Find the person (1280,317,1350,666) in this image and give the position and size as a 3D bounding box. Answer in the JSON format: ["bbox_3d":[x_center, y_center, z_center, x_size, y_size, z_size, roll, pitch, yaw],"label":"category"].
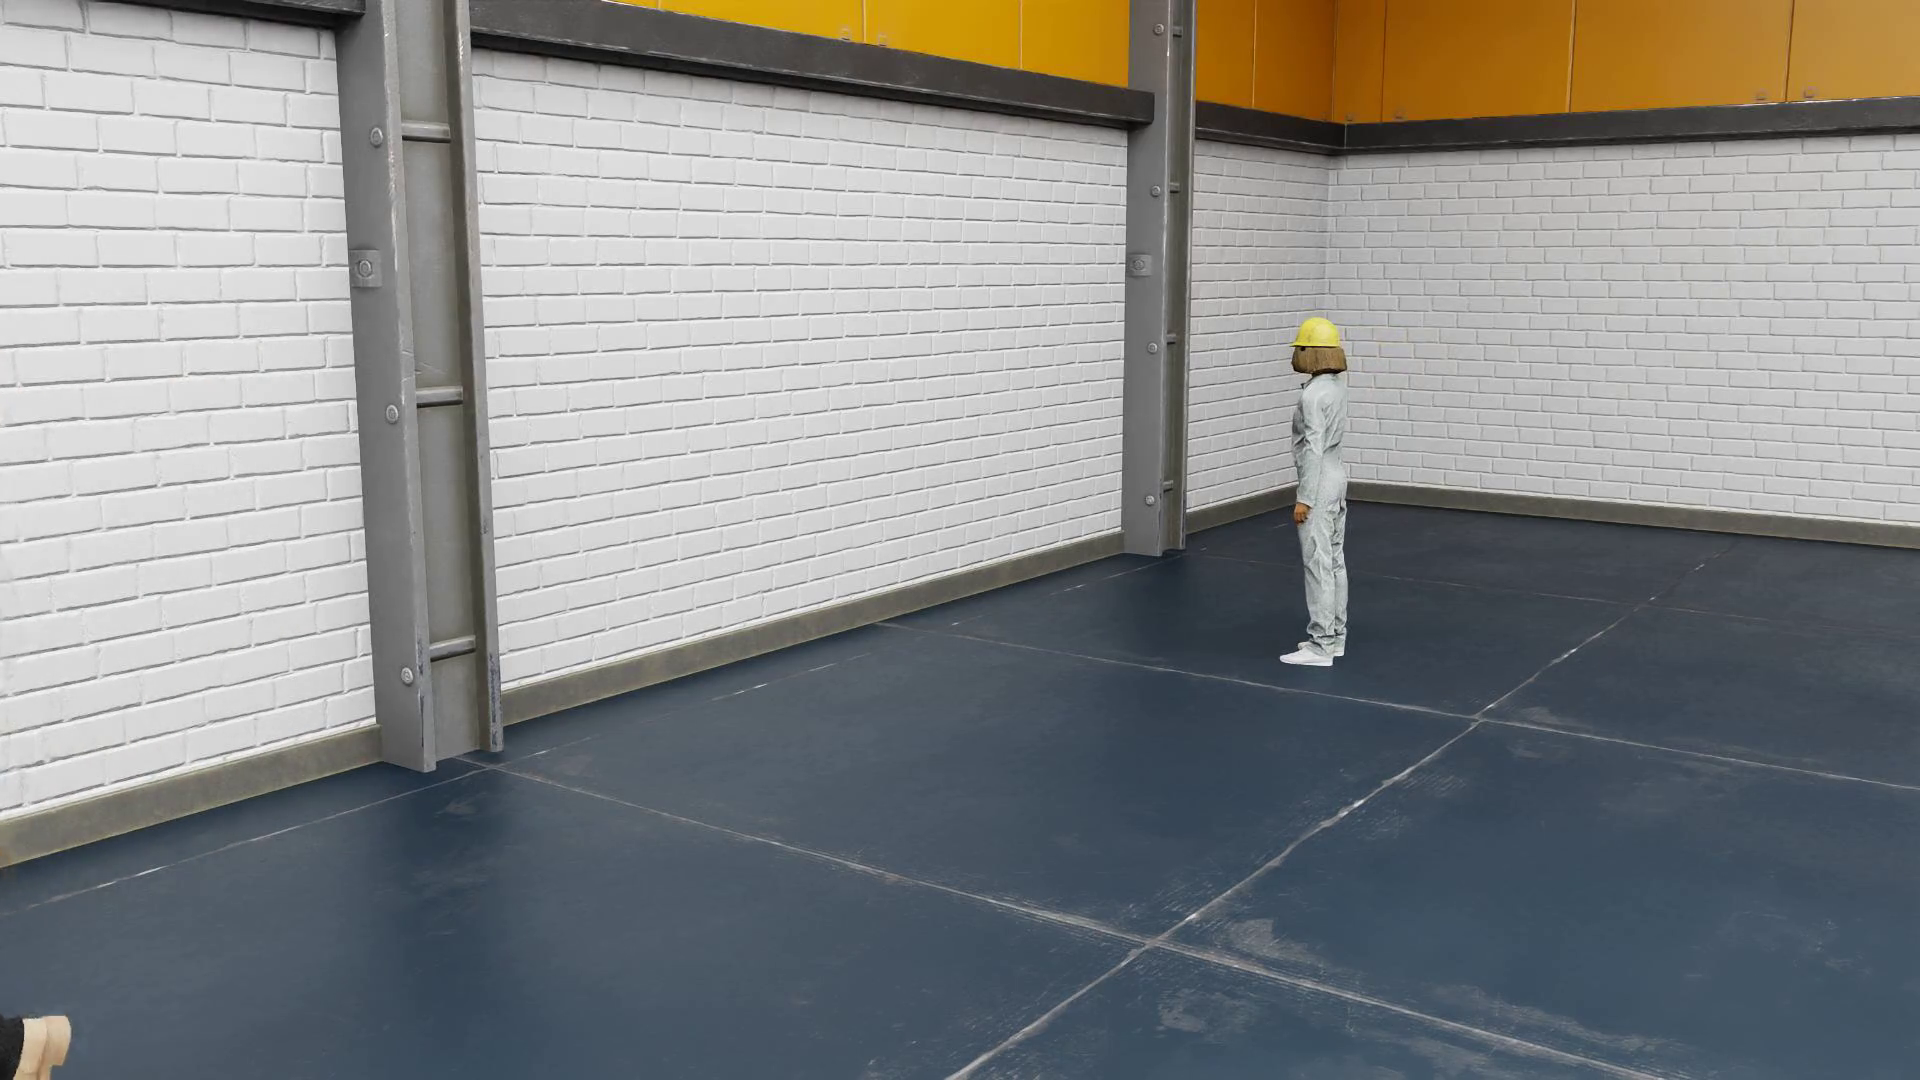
[{"bbox_3d":[1.783,-0.241,8.361,0.323,1.742,0.492,5,11,29],"label":"person"}]
